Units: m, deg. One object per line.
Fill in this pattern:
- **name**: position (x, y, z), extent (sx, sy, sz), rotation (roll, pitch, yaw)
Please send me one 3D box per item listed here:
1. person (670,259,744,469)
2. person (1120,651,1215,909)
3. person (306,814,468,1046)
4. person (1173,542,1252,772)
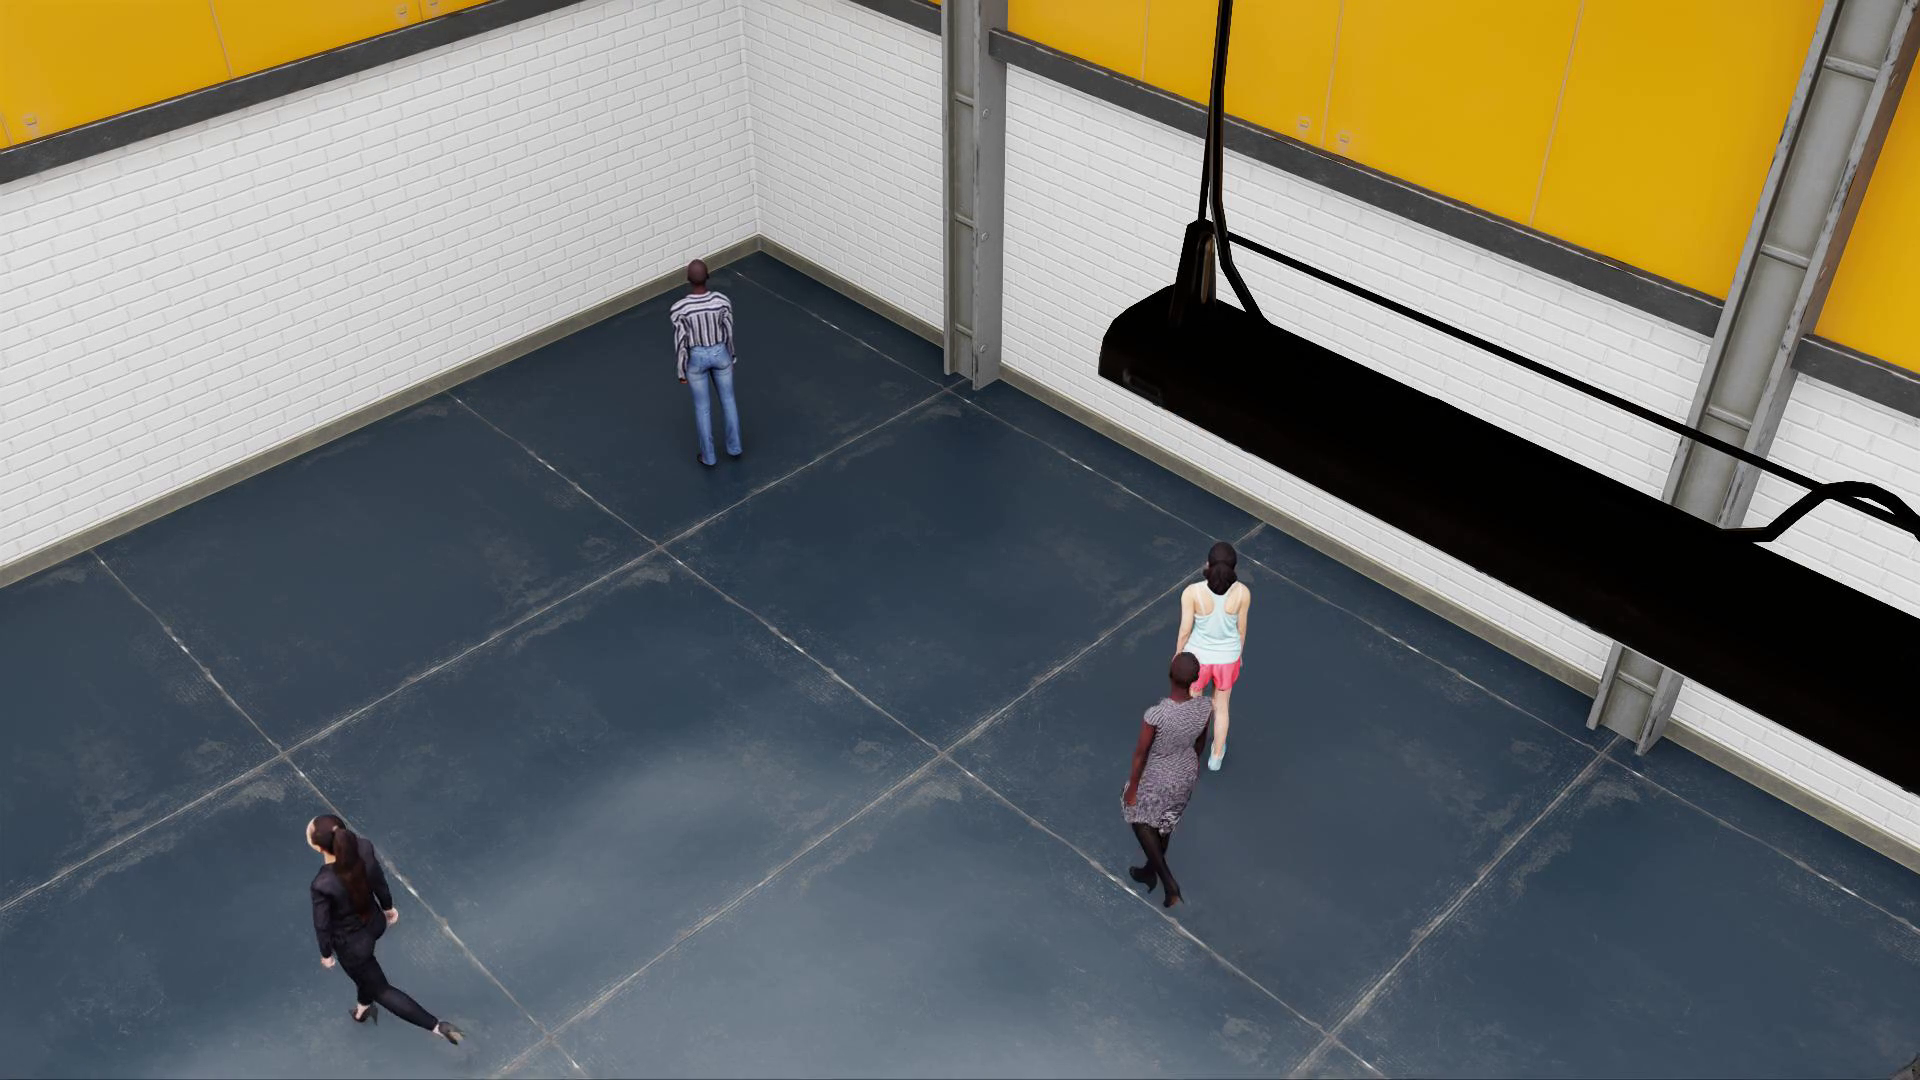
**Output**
- **person**: position (-1.909, -1.331, 12.642), extent (0.687, 1.796, 0.648), rotation (-16, 41, -19)
- **person**: position (1.193, 1.407, 9.236), extent (0.808, 1.769, 0.915), rotation (-17, 42, -21)
- **person**: position (-3.001, 2.052, 8.495), extent (1.129, 1.686, 0.865), rotation (14, 41, 17)
- **person**: position (1.523, 0.713, 10.108), extent (0.703, 1.765, 0.763), rotation (0, 39, 0)
